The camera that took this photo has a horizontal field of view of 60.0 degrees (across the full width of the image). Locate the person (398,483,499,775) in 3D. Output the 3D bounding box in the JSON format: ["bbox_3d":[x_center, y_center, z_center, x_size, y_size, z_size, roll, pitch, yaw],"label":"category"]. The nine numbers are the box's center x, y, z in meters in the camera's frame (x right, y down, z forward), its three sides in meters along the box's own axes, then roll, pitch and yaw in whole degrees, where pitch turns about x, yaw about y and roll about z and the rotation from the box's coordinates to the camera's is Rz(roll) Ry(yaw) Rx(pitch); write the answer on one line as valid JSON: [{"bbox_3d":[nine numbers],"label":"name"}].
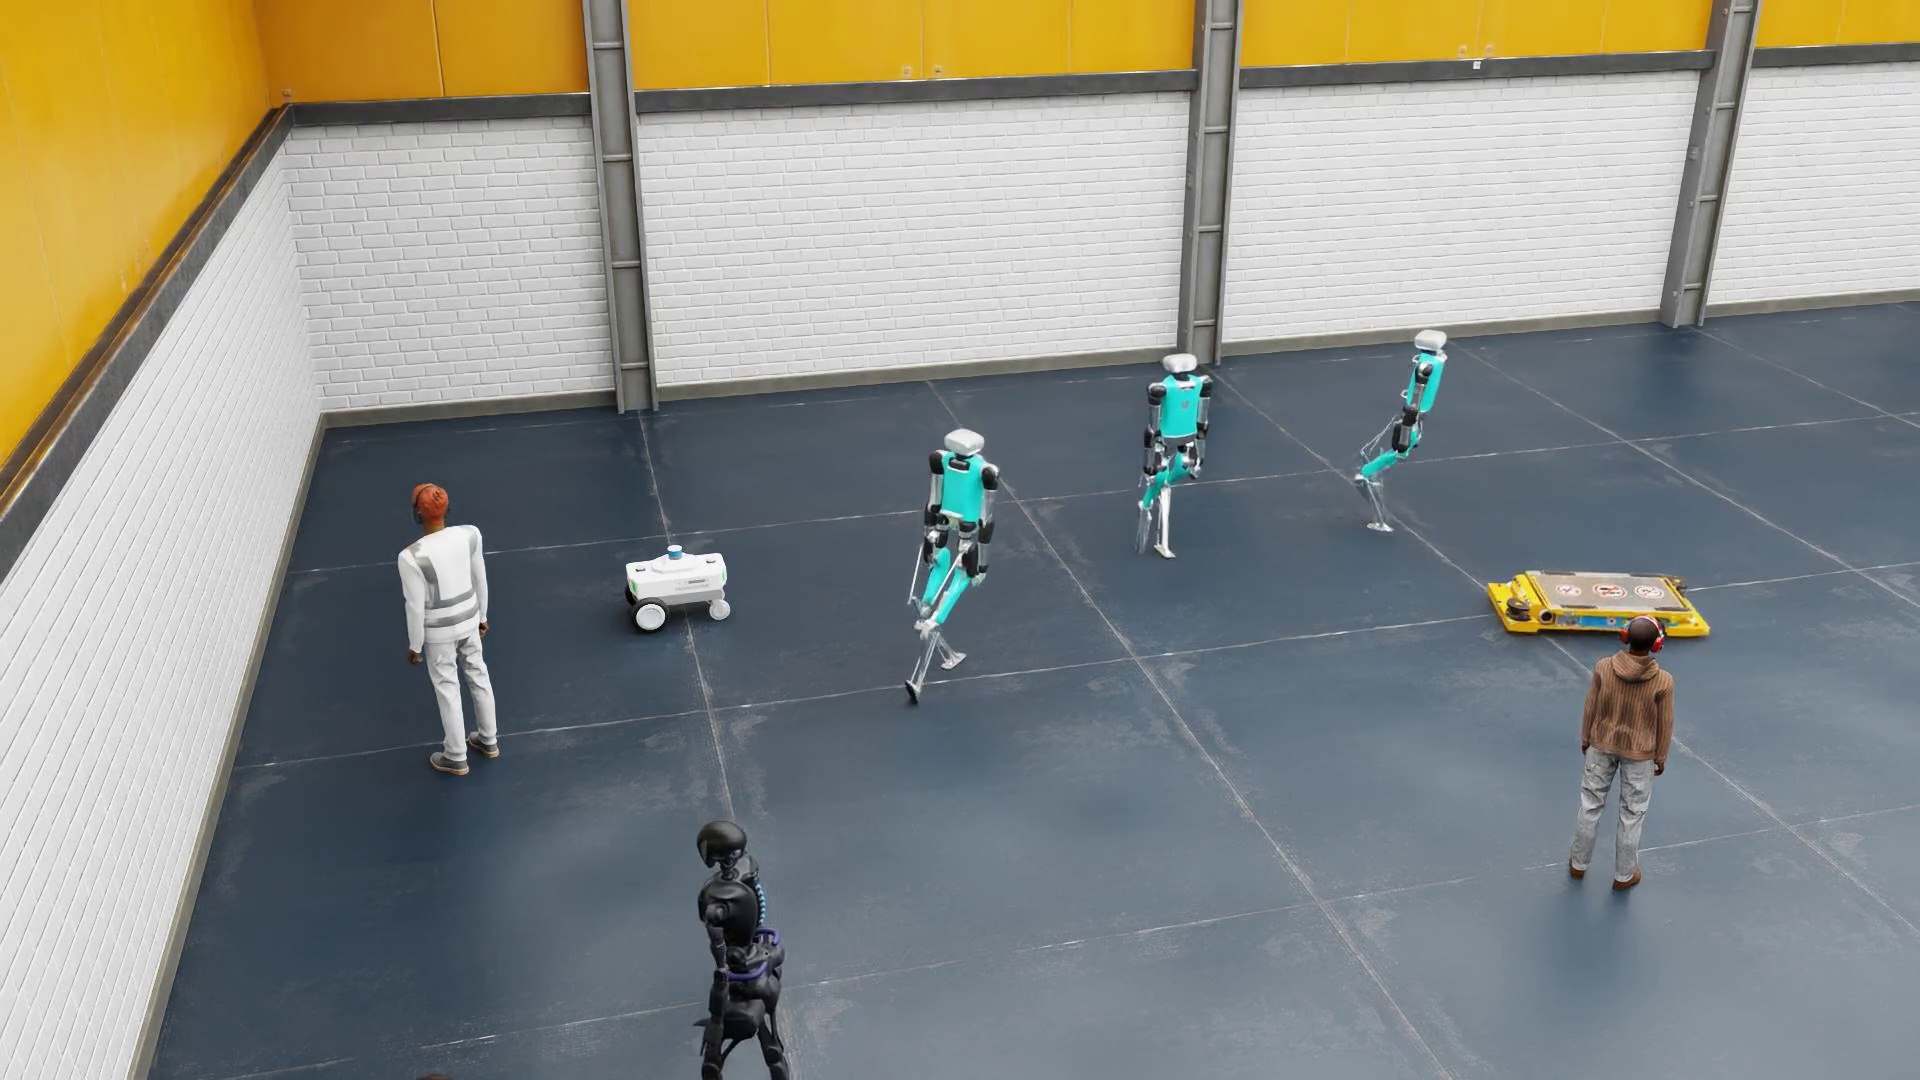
[{"bbox_3d":[-3.115,0.541,10.131,0.356,1.882,0.571,17,29,34],"label":"person"}]

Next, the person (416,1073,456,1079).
[{"bbox_3d":[-1.705,2.543,5.720,0.378,1.772,0.470,-20,31,-37],"label":"person"}]

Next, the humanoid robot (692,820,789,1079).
[{"bbox_3d":[-0.965,1.923,7.256,0.556,1.637,0.599,5,24,11],"label":"humanoid robot"}]

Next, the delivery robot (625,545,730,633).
[{"bbox_3d":[-2.105,0.340,12.251,0.804,0.610,0.499,-7,25,-15],"label":"delivery robot"}]

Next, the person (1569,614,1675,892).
[{"bbox_3d":[3.588,1.156,9.016,0.456,1.651,0.339,14,27,28],"label":"person"}]

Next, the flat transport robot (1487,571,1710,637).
[{"bbox_3d":[4.703,0.474,12.282,1.431,0.231,0.659,1,24,3],"label":"flat transport robot"}]

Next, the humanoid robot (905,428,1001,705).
[{"bbox_3d":[-0.180,0.210,11.081,0.557,1.769,0.964,15,28,31],"label":"humanoid robot"}]

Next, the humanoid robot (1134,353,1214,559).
[{"bbox_3d":[1.588,-0.613,13.059,0.540,1.887,0.748,-9,25,-19],"label":"humanoid robot"}]

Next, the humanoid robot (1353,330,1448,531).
[{"bbox_3d":[3.508,-0.835,13.535,0.737,1.850,0.532,12,26,25],"label":"humanoid robot"}]
